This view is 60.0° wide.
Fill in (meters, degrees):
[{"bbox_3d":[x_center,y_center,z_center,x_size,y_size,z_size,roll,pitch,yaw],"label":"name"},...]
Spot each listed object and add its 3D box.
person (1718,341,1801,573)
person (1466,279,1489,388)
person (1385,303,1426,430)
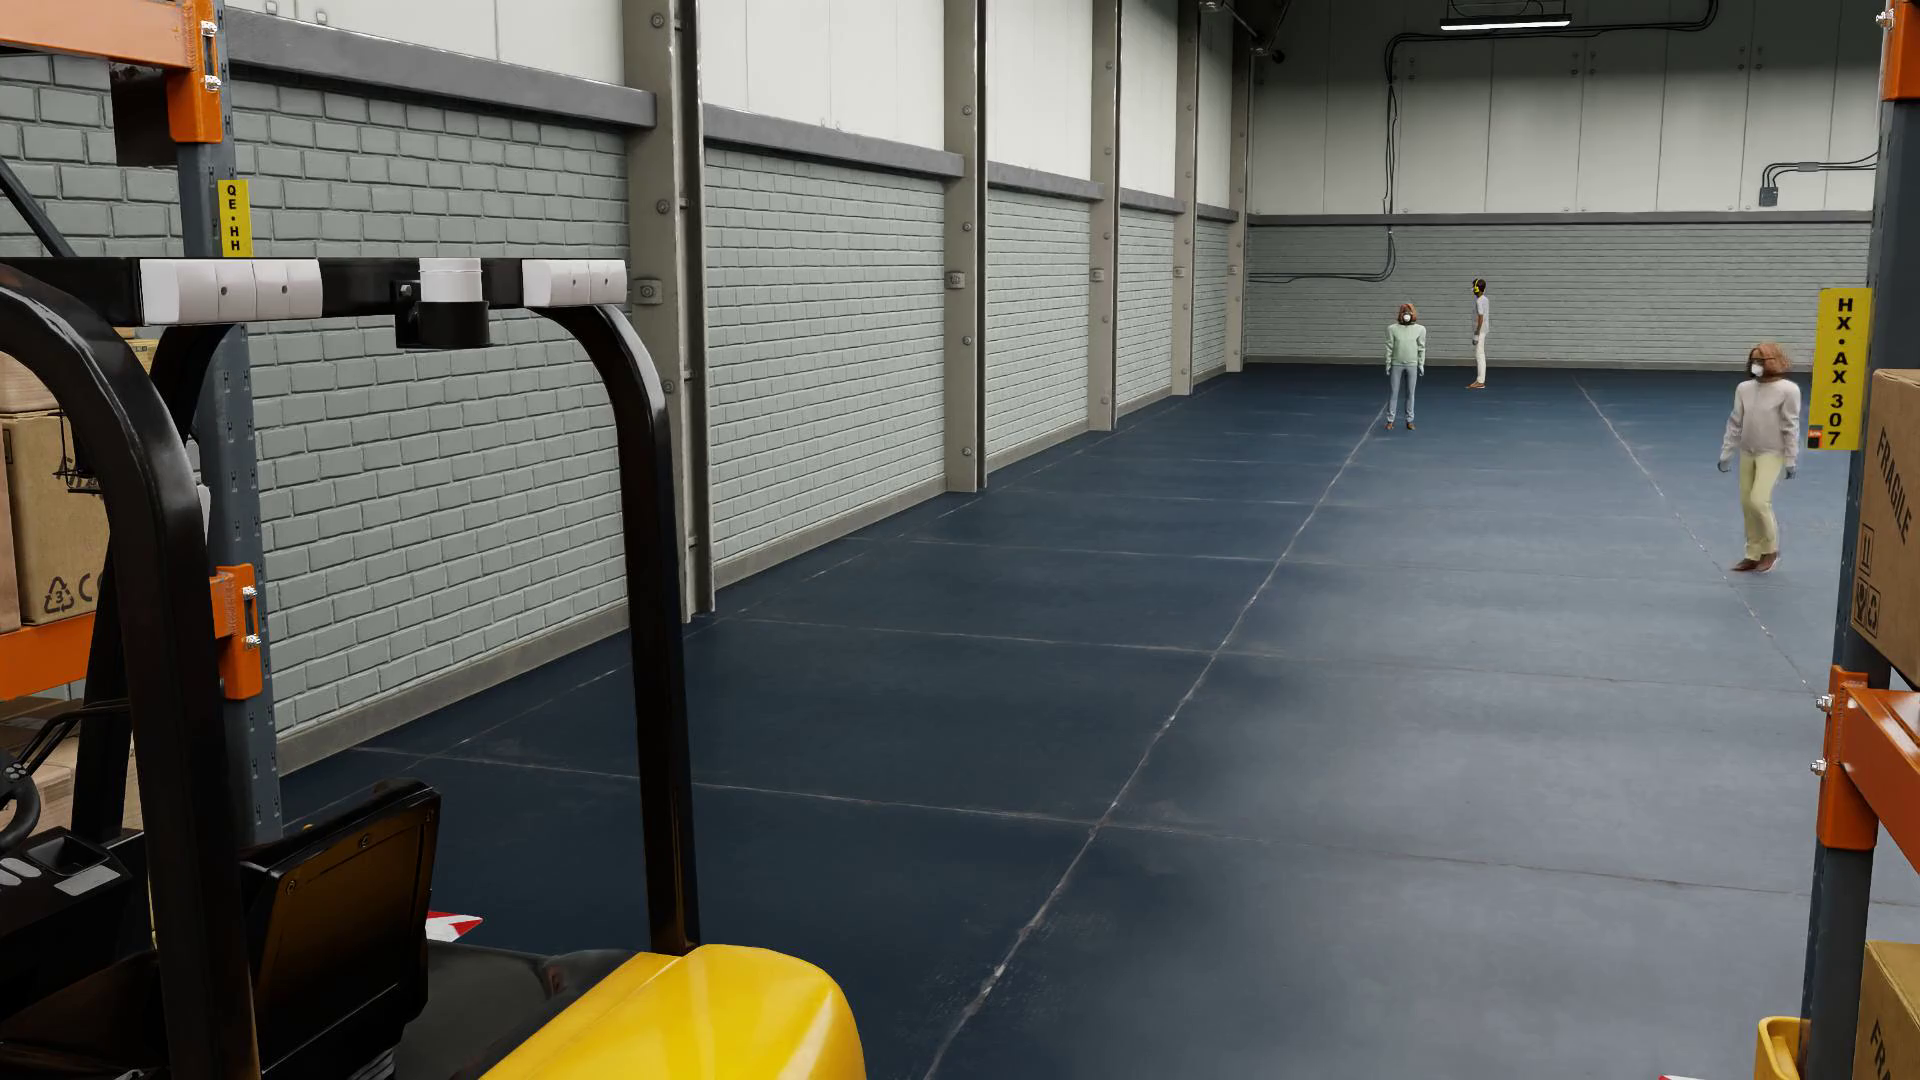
[{"bbox_3d":[5.531,-0.564,11.550,0.345,1.621,0.514,-4,10,-22],"label":"person"},{"bbox_3d":[8.876,-3.528,28.483,0.335,1.865,0.520,5,11,27],"label":"person"},{"bbox_3d":[5.740,-2.237,21.470,0.498,1.634,0.282,2,10,12],"label":"person"}]
